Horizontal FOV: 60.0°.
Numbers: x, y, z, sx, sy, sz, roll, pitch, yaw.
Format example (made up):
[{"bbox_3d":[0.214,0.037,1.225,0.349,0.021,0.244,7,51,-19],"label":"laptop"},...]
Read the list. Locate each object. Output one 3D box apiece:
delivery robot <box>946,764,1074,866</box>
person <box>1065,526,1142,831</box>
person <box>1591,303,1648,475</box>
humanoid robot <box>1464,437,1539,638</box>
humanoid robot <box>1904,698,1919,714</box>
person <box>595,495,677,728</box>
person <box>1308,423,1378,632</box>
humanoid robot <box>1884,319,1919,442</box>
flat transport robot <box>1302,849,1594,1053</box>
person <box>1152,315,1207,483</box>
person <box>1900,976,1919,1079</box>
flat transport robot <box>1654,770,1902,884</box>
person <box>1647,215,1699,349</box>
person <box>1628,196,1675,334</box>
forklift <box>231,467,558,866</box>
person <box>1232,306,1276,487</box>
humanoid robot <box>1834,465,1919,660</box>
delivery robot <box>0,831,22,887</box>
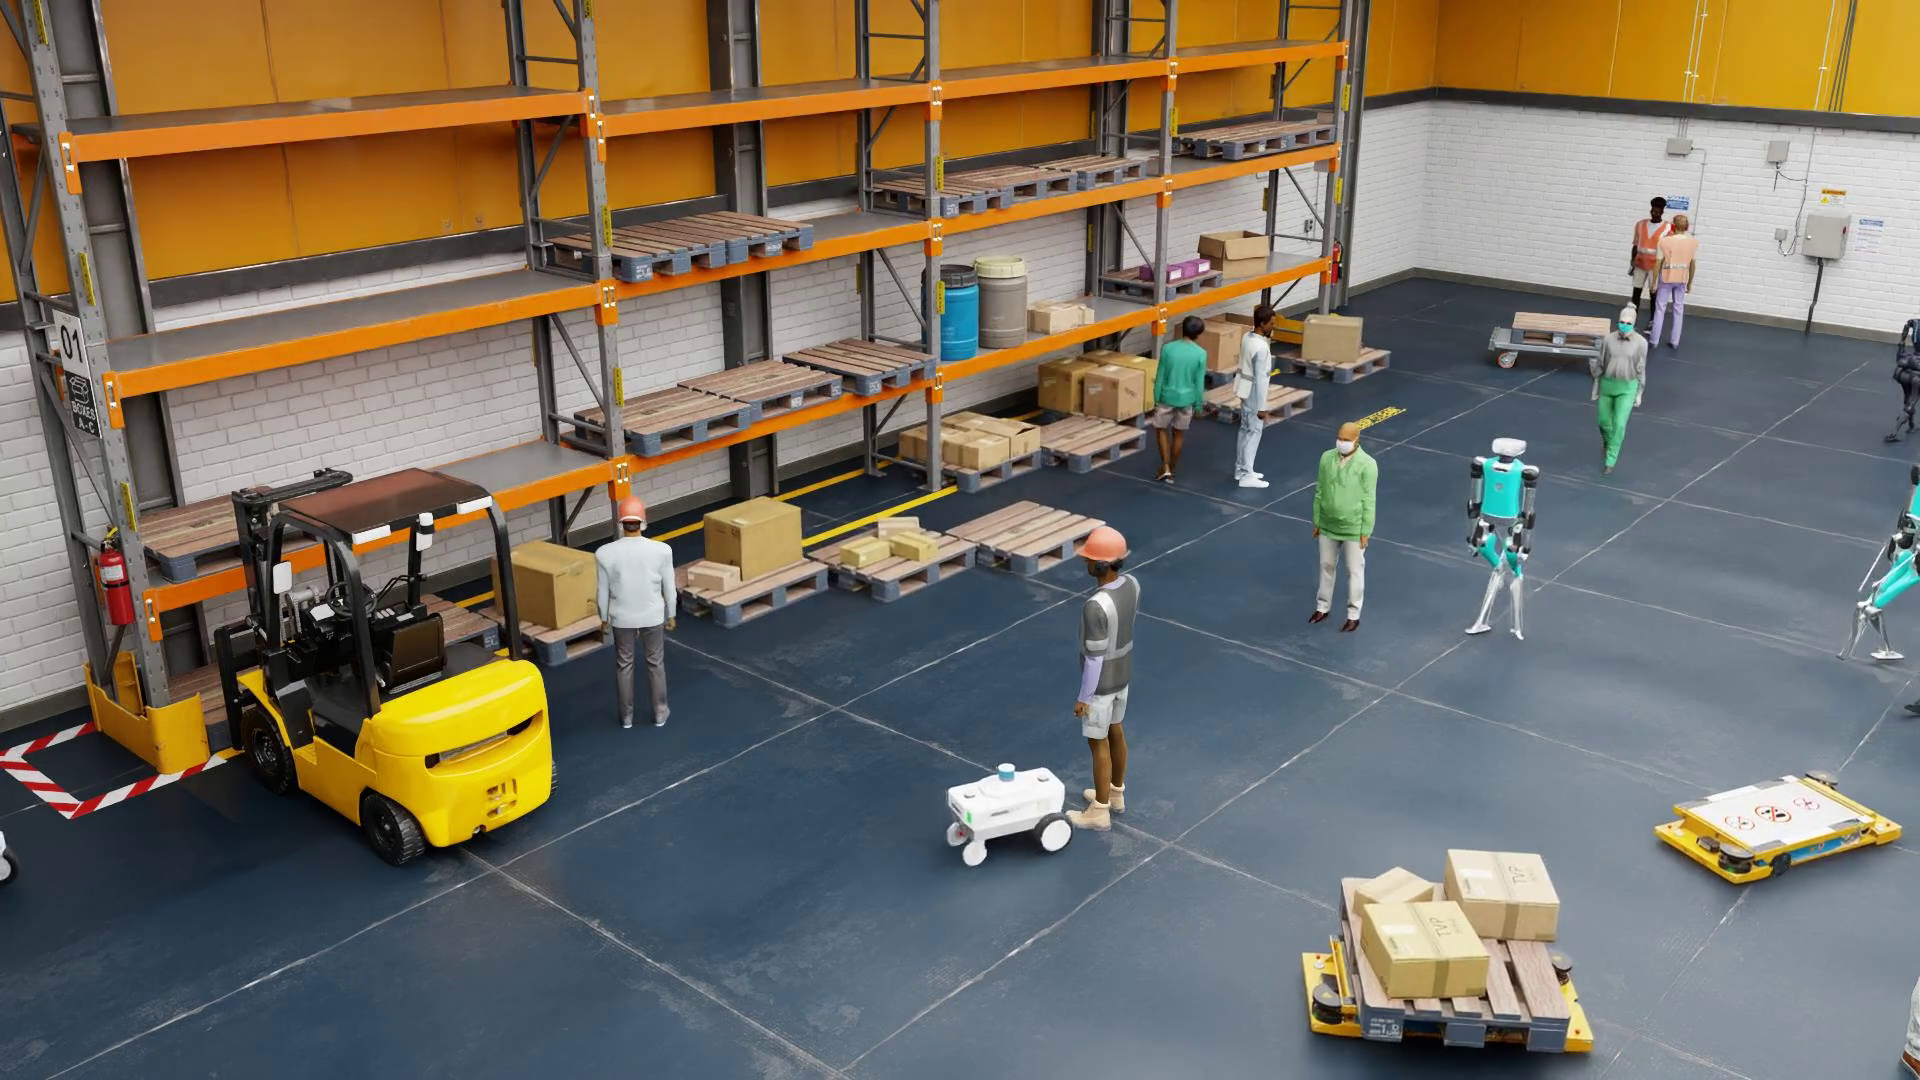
[{"bbox_3d":[0.307,1.706,10.529,0.808,0.604,0.499,-9,22,-23],"label":"delivery robot"},{"bbox_3d":[0.904,0.877,10.614,0.365,2.046,0.607,11,23,27],"label":"person"},{"bbox_3d":[7.056,-1.661,17.821,0.541,1.812,0.790,14,24,33],"label":"person"},{"bbox_3d":[4.431,-0.027,13.504,0.547,1.783,0.784,13,24,31],"label":"humanoid robot"},{"bbox_3d":[7.357,0.582,12.017,0.625,1.656,0.589,-1,20,-2],"label":"humanoid robot"},{"bbox_3d":[-2.325,0.523,12.010,0.571,1.740,0.352,-4,21,-10],"label":"person"},{"bbox_3d":[3.158,-0.119,13.705,0.538,1.776,0.388,15,25,34],"label":"person"},{"bbox_3d":[10.855,-1.937,18.835,0.791,1.620,0.608,-9,22,-23],"label":"humanoid robot"},{"bbox_3d":[2.595,2.438,8.945,1.431,0.231,0.659,2,20,6],"label":"flat transport robot"},{"bbox_3d":[2.264,-1.448,17.230,0.529,1.813,0.509,1,20,2],"label":"person"},{"bbox_3d":[5.060,1.815,8.224,0.633,1.937,0.353,-10,22,-25],"label":"person"},{"bbox_3d":[5.224,1.823,10.611,1.431,0.231,0.659,-9,22,-22],"label":"flat transport robot"},{"bbox_3d":[9.806,-3.538,22.875,0.562,1.837,0.379,1,20,2],"label":"person"},{"bbox_3d":[9.863,-3.929,23.773,0.370,1.957,0.599,-18,27,-40],"label":"person"},{"bbox_3d":[-3.730,0.710,10.856,2.313,2.155,1.214,17,26,38],"label":"forklift"},{"bbox_3d":[3.040,-1.480,17.206,0.410,1.907,0.596,-2,20,-6],"label":"person"},{"bbox_3d":[7.272,0.210,13.007,0.787,1.893,0.548,-2,20,-6],"label":"humanoid robot"},{"bbox_3d":[-6.031,1.954,9.836,0.761,0.590,0.524,-3,21,-9],"label":"delivery robot"}]
